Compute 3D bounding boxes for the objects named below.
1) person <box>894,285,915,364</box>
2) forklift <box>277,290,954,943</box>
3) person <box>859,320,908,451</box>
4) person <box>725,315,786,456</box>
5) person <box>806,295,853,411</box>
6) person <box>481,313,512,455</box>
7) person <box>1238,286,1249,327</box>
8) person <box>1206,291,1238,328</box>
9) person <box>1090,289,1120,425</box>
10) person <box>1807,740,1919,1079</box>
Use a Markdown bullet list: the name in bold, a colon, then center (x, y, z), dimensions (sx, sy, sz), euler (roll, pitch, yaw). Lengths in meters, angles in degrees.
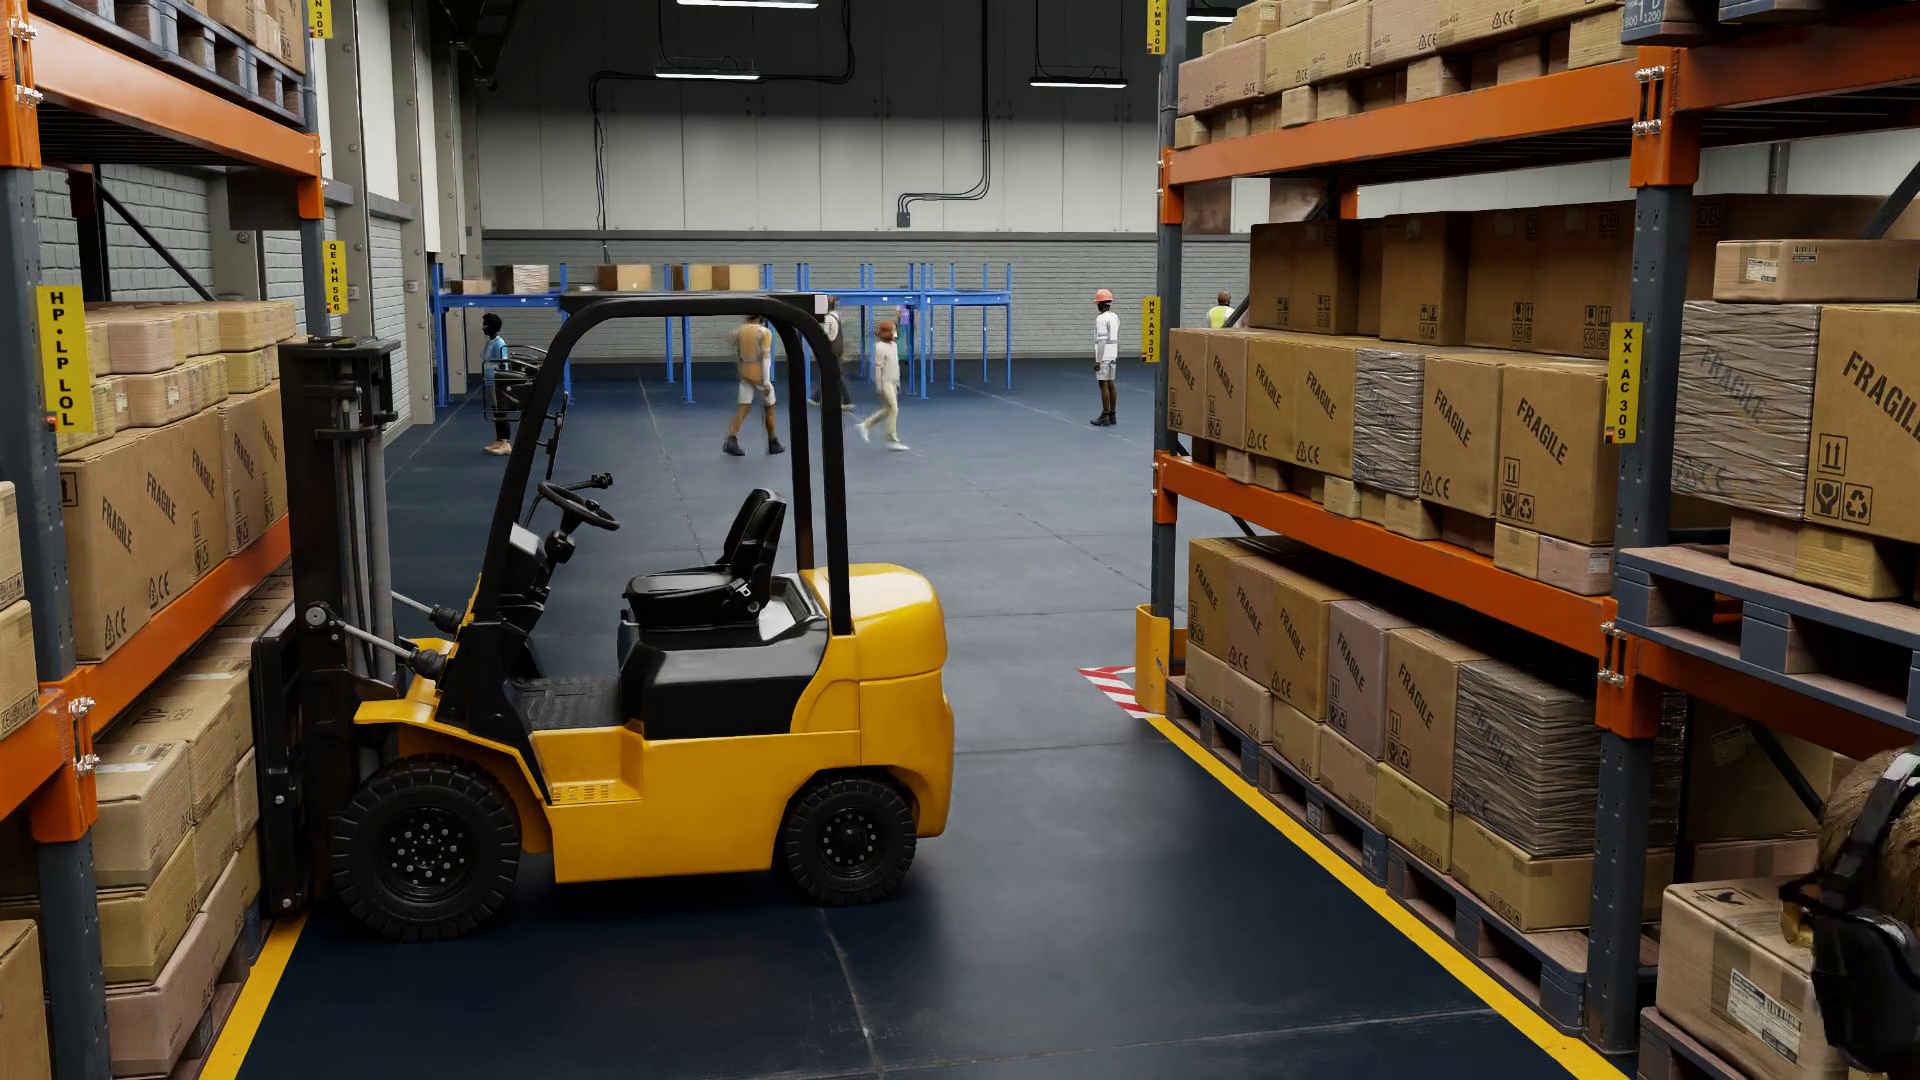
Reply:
- **person**: center (-1.346, -5.014, 38.751), dimensions (0.605, 1.819, 0.735), euler (-6, 11, -34)
- **forklift**: center (-1.179, 0.175, 6.143), dimensions (2.313, 2.155, 1.214), euler (-2, 10, -12)
- **person**: center (-0.949, -1.926, 20.595), dimensions (0.628, 1.609, 0.504), euler (3, 10, 19)
- **person**: center (-2.487, -1.955, 19.922), dimensions (0.557, 1.899, 0.971), euler (6, 11, 32)
- **person**: center (-2.102, -2.945, 26.235), dimensions (0.957, 1.793, 0.531), euler (3, 10, 18)
- **person**: center (-5.609, -1.884, 20.076), dimensions (0.316, 1.695, 0.542), euler (-5, 11, -30)
- **person**: center (5.799, -4.187, 33.598), dimensions (0.663, 1.871, 0.925), euler (-7, 12, -37)
- **person**: center (4.422, -3.235, 27.864), dimensions (0.627, 1.846, 0.429), euler (9, 13, 43)
- **person**: center (2.061, -2.619, 23.832), dimensions (0.363, 1.933, 0.552), euler (5, 11, 29)
- **person**: center (0.755, 1.098, 1.227), dimensions (0.662, 1.925, 0.500), euler (-2, 9, -10)
